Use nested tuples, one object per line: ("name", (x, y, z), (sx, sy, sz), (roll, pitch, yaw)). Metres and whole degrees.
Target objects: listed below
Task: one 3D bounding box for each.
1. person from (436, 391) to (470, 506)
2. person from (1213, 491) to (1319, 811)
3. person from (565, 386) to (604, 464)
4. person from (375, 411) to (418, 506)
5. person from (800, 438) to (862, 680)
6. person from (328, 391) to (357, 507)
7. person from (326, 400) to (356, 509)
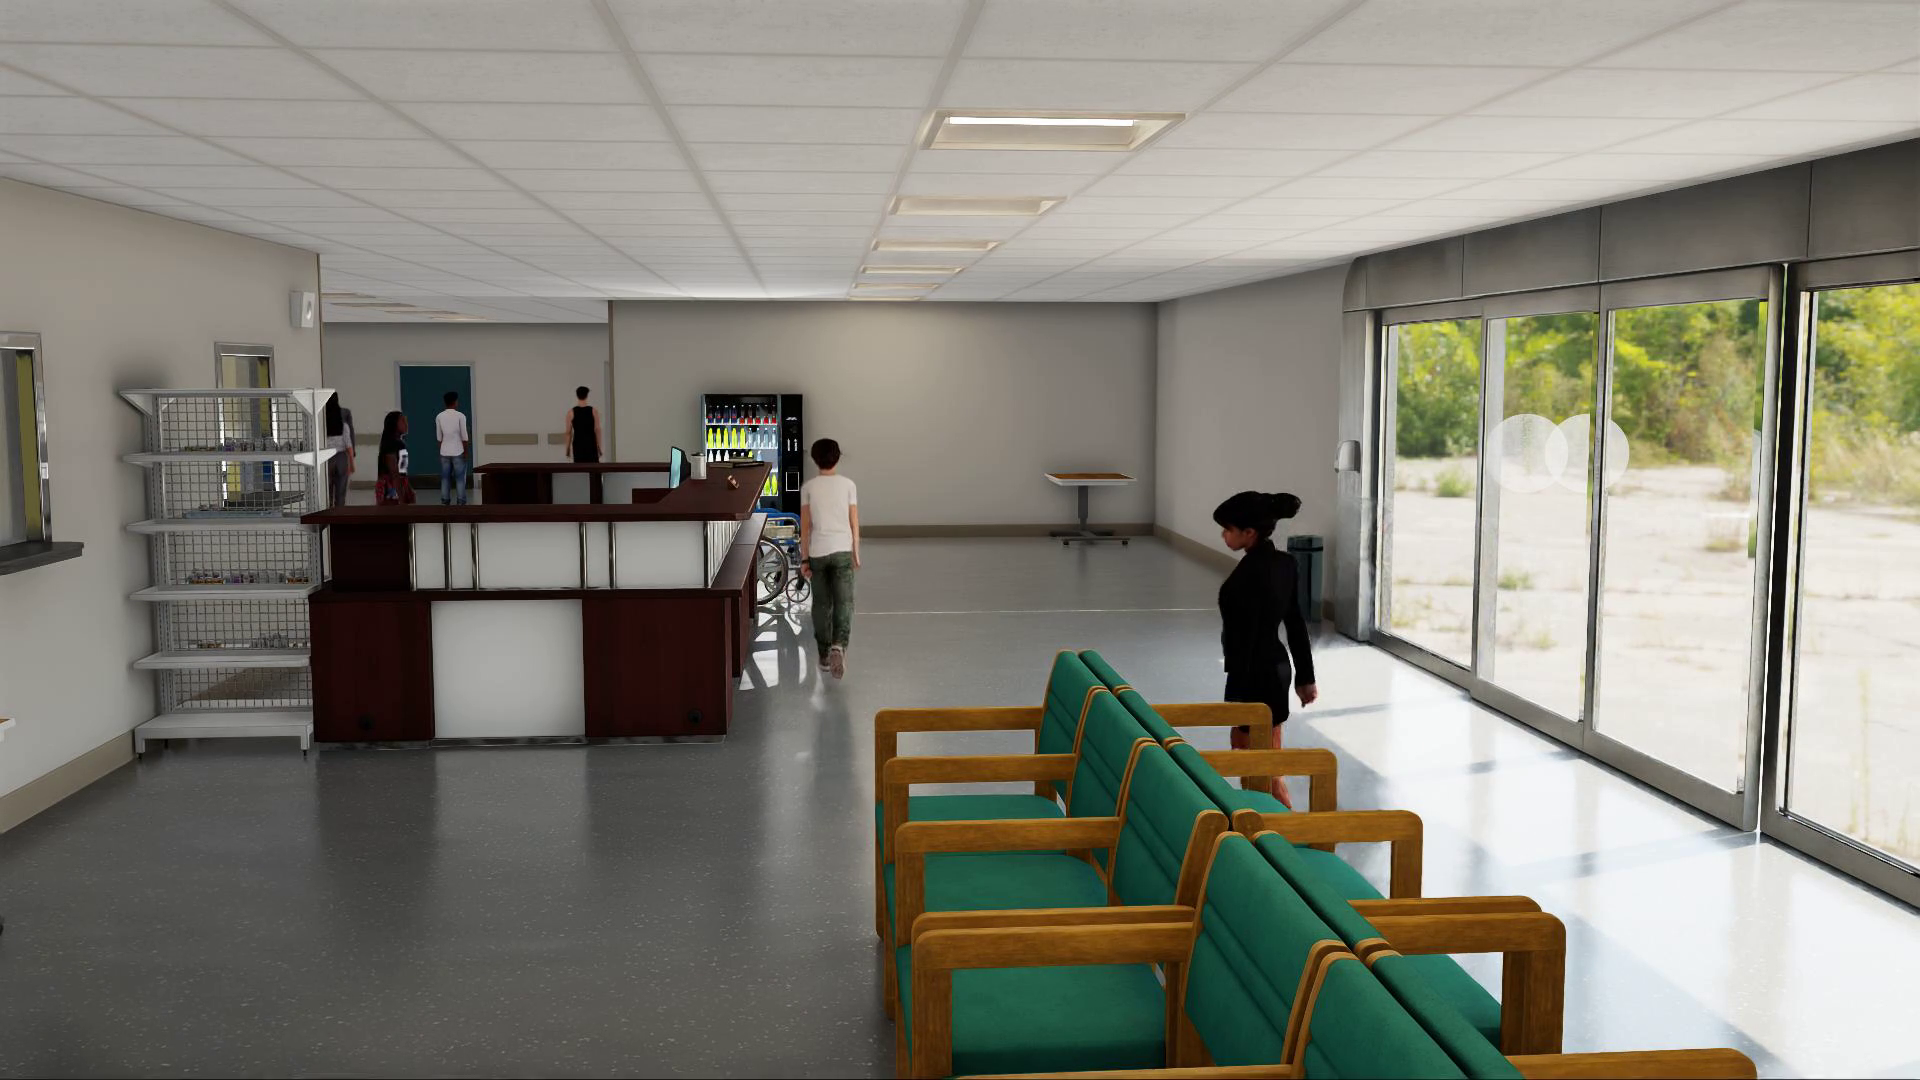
("person", (-7.743, -1.363, 25.368), (0.586, 1.816, 0.745), (1, 6, 7))
("person", (1.264, 0.628, 6.578), (0.822, 1.616, 0.765), (5, 8, 41))
("person", (-5.762, -1.398, 25.502), (1.021, 1.859, 0.844), (-1, 6, -10))
("person", (-5.624, -0.392, 16.268), (0.726, 1.706, 0.611), (0, 6, -1))
("person", (-0.873, 0.143, 11.338), (1.004, 1.629, 0.657), (0, 6, -2))
("person", (-9.381, -1.331, 25.021), (0.820, 1.823, 0.848), (-2, 6, -16))
("person", (-8.299, -0.983, 22.070), (0.626, 1.721, 0.728), (-1, 6, -13))
